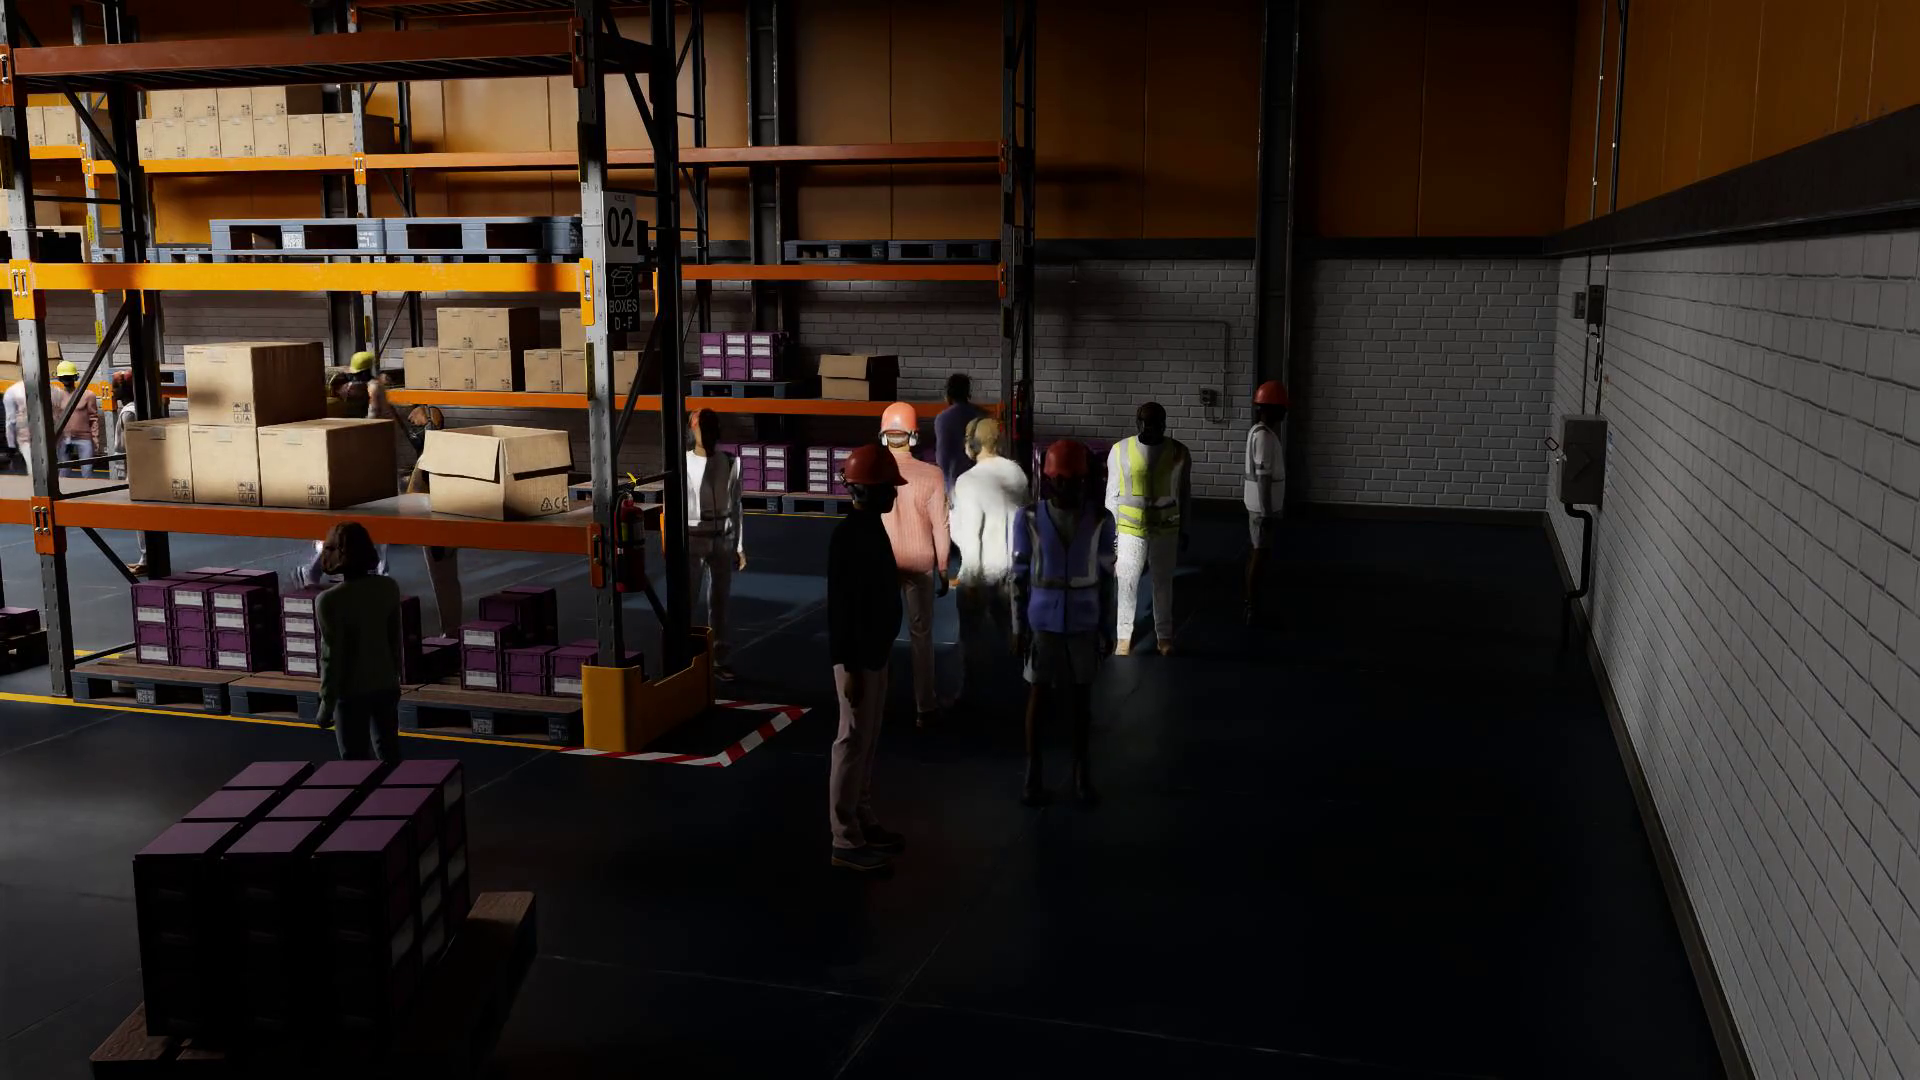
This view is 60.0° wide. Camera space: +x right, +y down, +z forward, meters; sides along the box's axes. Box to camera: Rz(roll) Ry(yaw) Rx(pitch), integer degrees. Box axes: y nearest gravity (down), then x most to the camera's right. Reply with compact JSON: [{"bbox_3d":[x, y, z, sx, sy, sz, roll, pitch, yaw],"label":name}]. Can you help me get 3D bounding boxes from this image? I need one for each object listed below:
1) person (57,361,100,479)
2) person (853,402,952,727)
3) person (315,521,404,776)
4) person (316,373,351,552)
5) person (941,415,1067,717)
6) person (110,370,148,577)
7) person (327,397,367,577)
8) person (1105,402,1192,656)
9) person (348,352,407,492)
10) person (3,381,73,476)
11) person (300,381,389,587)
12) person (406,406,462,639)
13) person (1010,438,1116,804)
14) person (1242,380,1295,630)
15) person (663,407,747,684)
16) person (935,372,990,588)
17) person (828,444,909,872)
[{"bbox_3d":[-9.948,-1.124,18.662,0.533,1.767,0.324,-4,10,-21],"label":"person"},{"bbox_3d":[-0.351,0.155,10.165,0.612,1.997,0.376,2,9,11],"label":"person"},{"bbox_3d":[-2.811,0.723,7.810,0.266,1.631,0.507,4,10,24],"label":"person"},{"bbox_3d":[-5.987,-0.711,16.043,1.015,1.810,0.490,9,13,44],"label":"person"},{"bbox_3d":[0.261,0.185,10.273,0.815,1.913,0.637,8,12,39],"label":"person"},{"bbox_3d":[-7.499,-0.604,15.135,0.337,1.882,0.584,-3,10,-17],"label":"person"},{"bbox_3d":[-4.742,-0.184,12.763,0.403,1.823,0.586,-2,9,-11],"label":"person"},{"bbox_3d":[1.362,-0.075,12.038,0.632,1.844,0.429,0,9,0],"label":"person"},{"bbox_3d":[-6.512,-1.193,18.756,0.674,1.876,0.663,-3,10,-19],"label":"person"},{"bbox_3d":[-10.240,-1.105,18.440,0.879,1.813,0.633,6,11,34],"label":"person"},{"bbox_3d":[-5.083,-0.390,13.852,0.830,1.878,0.635,3,10,19],"label":"person"},{"bbox_3d":[-3.739,-0.044,11.885,0.428,1.836,0.626,-2,10,-14],"label":"person"},{"bbox_3d":[0.539,0.431,8.672,0.551,1.932,0.378,0,9,-1],"label":"person"},{"bbox_3d":[2.401,-0.274,12.962,0.368,1.935,0.552,1,9,7],"label":"person"},{"bbox_3d":[-1.704,0.052,11.137,0.584,1.882,0.337,-6,11,-34],"label":"person"},{"bbox_3d":[0.092,-0.476,14.272,0.642,1.923,0.608,-9,13,-44],"label":"person"},{"bbox_3d":[-0.429,0.540,7.826,0.397,1.992,0.621,2,9,10],"label":"person"}]
